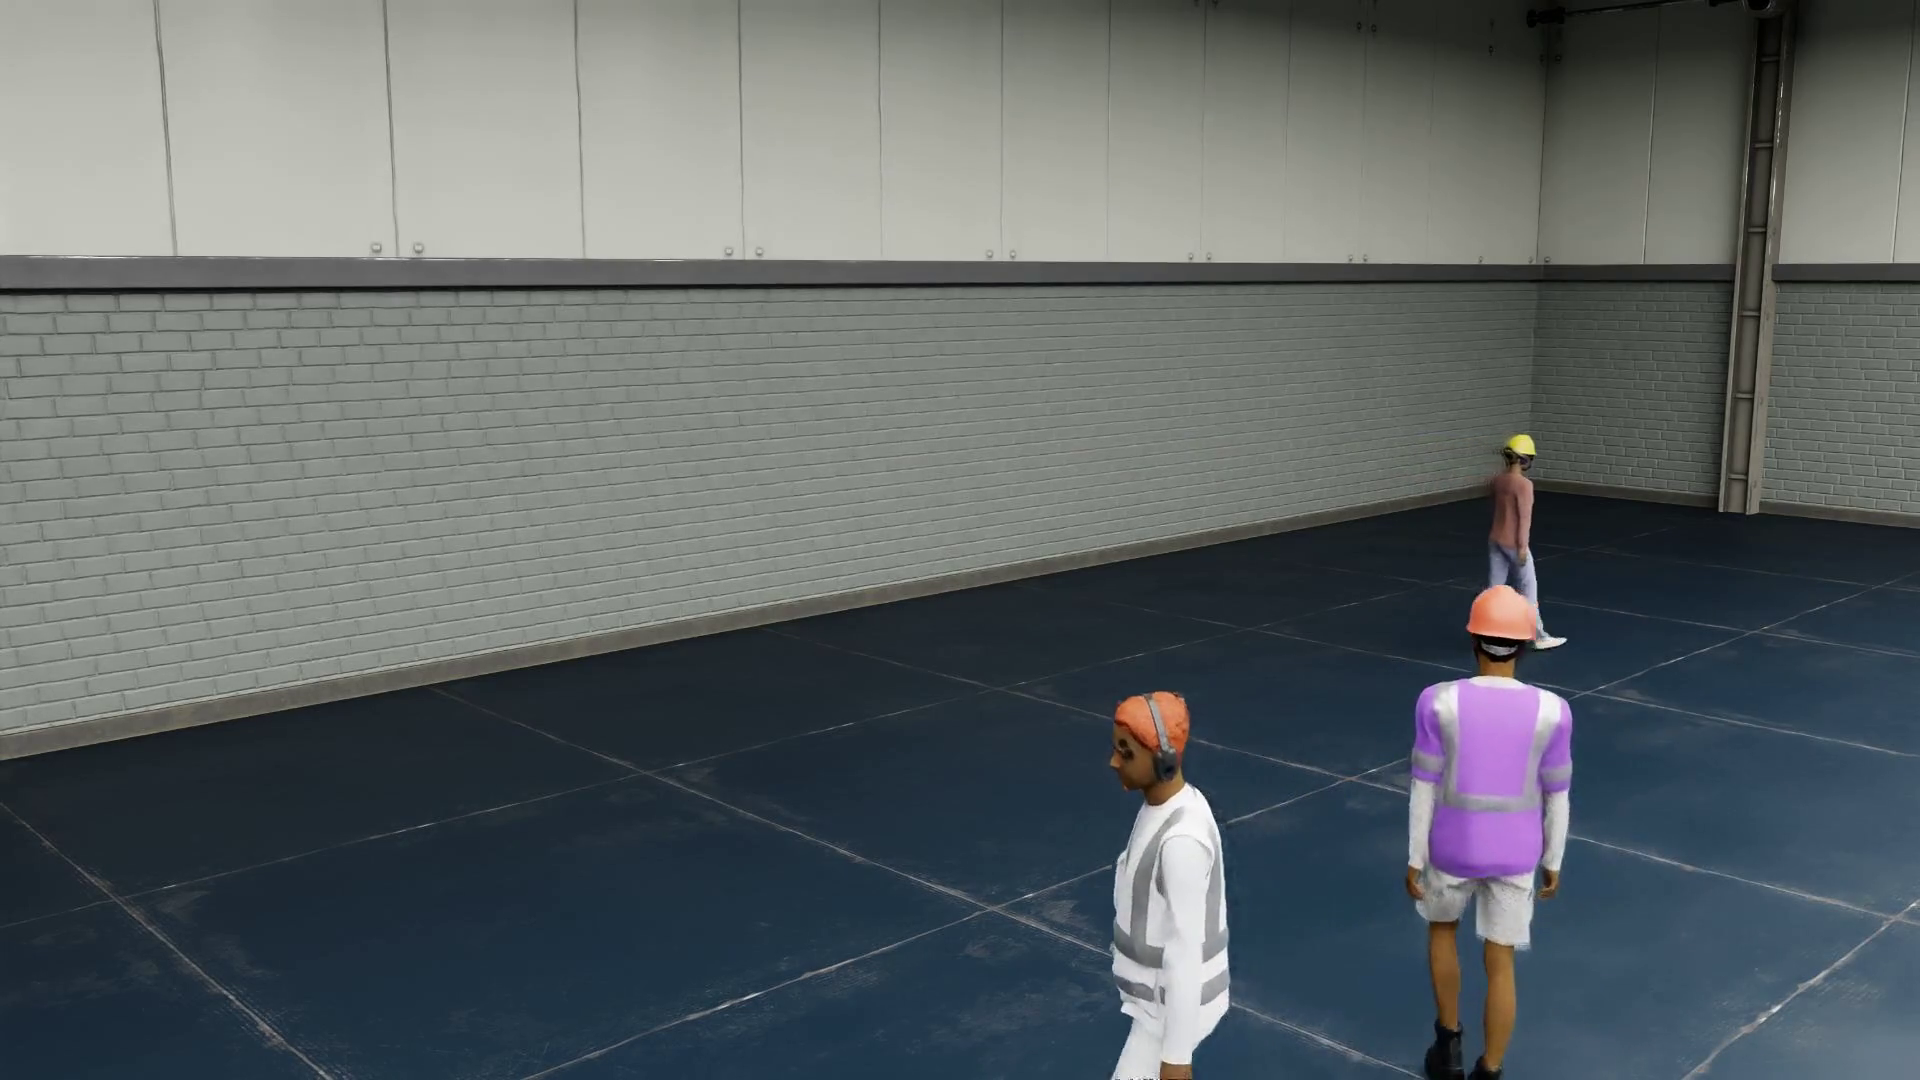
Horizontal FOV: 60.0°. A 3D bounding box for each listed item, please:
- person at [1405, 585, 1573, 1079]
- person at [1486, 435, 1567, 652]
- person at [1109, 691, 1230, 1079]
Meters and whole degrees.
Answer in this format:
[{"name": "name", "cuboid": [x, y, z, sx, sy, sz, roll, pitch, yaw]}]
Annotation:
[{"name": "person", "cuboid": [1.918, 1.107, 6.079, 0.567, 1.914, 0.591, 2, 9, 11]}, {"name": "person", "cuboid": [4.488, 0.032, 13.260, 0.713, 1.738, 0.551, -2, 9, -15]}, {"name": "person", "cuboid": [0.565, 1.339, 4.785, 0.416, 1.870, 0.606, 0, 9, 3]}]
